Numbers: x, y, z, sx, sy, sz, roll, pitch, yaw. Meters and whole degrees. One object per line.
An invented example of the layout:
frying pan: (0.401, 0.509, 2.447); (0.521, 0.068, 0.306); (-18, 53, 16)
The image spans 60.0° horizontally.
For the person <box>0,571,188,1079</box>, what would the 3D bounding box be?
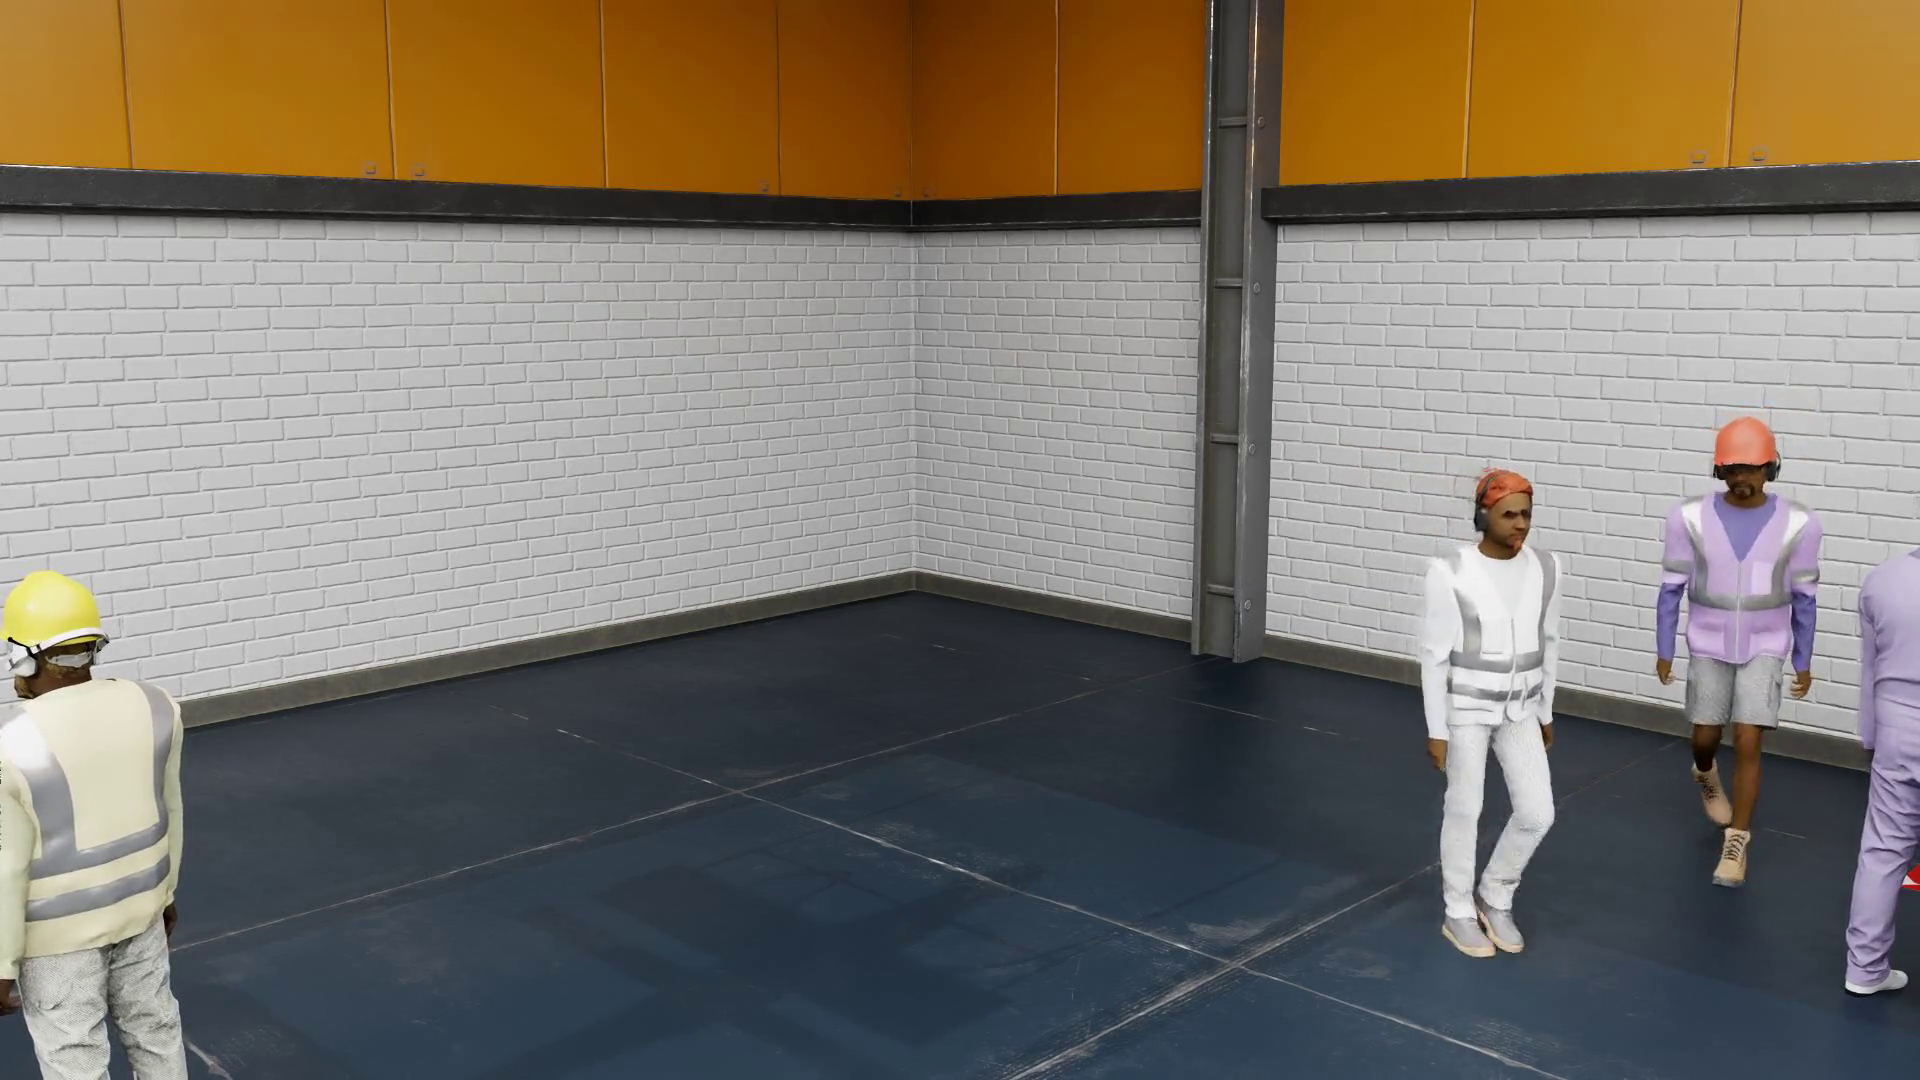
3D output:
person: (-2.320, 0.987, 4.391); (0.404, 1.835, 0.589); (4, 10, 25)

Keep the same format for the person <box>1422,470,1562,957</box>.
person: (2.004, 0.669, 6.249); (0.609, 1.864, 0.481); (-2, 10, -13)

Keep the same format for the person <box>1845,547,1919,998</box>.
person: (3.419, 0.734, 5.752); (0.404, 1.900, 0.636); (-5, 10, -26)

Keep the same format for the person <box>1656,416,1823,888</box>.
person: (3.387, 0.435, 7.277); (0.622, 2.010, 0.820); (5, 10, 26)
